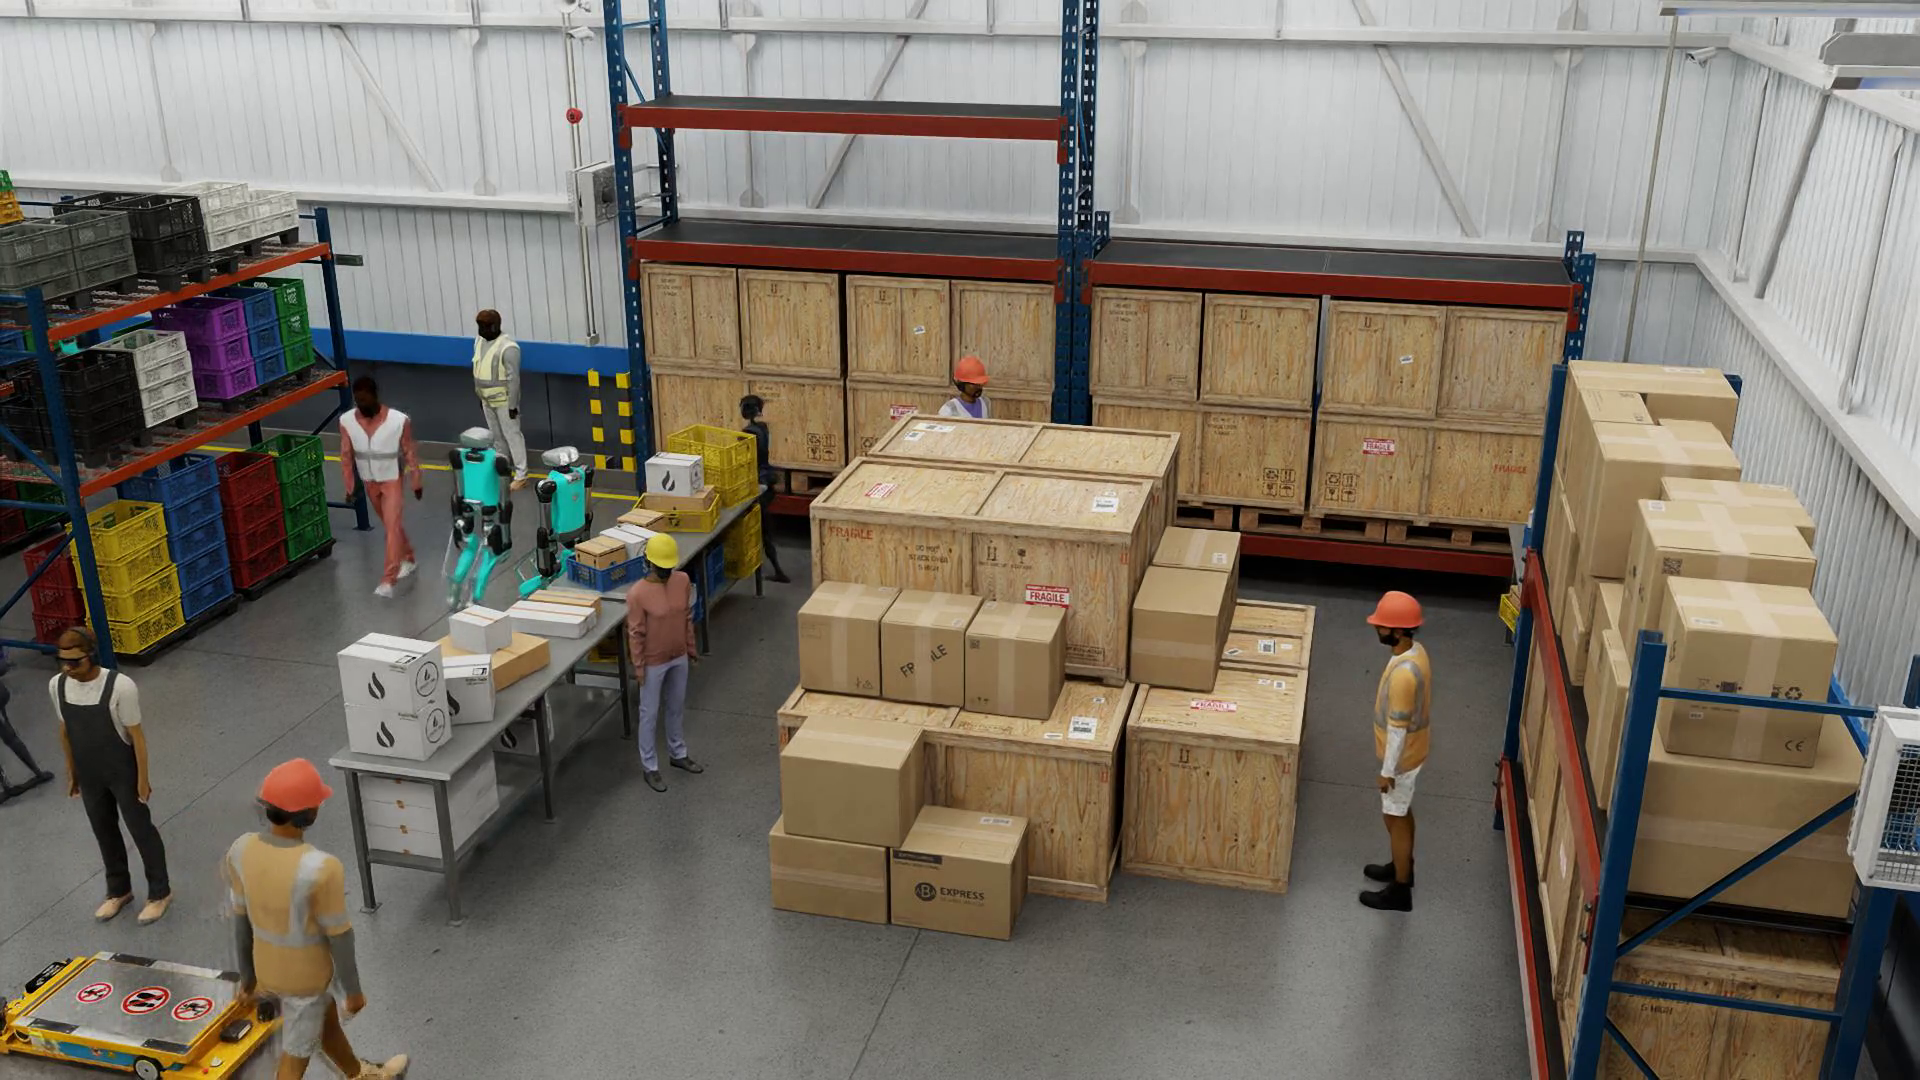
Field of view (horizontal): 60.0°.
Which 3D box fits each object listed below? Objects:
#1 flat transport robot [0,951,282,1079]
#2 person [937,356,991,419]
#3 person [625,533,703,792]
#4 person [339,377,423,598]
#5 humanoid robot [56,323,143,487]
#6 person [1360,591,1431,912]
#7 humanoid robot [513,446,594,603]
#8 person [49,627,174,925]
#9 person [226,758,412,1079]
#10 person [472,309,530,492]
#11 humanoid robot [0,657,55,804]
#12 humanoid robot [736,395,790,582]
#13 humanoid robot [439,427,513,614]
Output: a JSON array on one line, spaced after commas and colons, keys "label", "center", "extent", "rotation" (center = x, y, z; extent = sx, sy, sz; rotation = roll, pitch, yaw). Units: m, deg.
[{"label": "flat transport robot", "center": [-4.270, 2.464, 8.601], "extent": [1.431, 0.231, 0.659], "rotation": [5, 22, 13]}, {"label": "person", "center": [0.079, -0.548, 13.996], "extent": [0.375, 2.045, 0.604], "rotation": [16, 26, 36]}, {"label": "person", "center": [-1.930, 0.781, 10.915], "extent": [0.325, 1.760, 0.523], "rotation": [17, 27, 37]}, {"label": "person", "center": [-4.897, -0.457, 14.007], "extent": [0.587, 1.861, 1.026], "rotation": [3, 21, 7]}, {"label": "humanoid robot", "center": [-8.463, -1.304, 16.474], "extent": [1.011, 1.774, 0.530], "rotation": [3, 21, 9]}, {"label": "person", "center": [2.497, 1.203, 9.597], "extent": [0.429, 1.923, 0.548], "rotation": [7, 22, 17]}, {"label": "humanoid robot", "center": [-3.134, 0.068, 12.624], "extent": [0.735, 1.677, 0.533], "rotation": [12, 24, 29]}, {"label": "person", "center": [-4.809, 1.322, 9.394], "extent": [0.505, 1.838, 0.340], "rotation": [3, 21, 7]}, {"label": "person", "center": [-3.028, 1.946, 7.553], "extent": [0.608, 1.995, 1.073], "rotation": [11, 23, 26]}, {"label": "person", "center": [-4.578, -1.391, 16.501], "extent": [0.620, 1.835, 0.431], "rotation": [17, 27, 38]}, {"label": "humanoid robot", "center": [-6.270, 0.902, 10.739], "extent": [0.524, 1.630, 0.609], "rotation": [-16, 26, -36]}, {"label": "humanoid robot", "center": [-1.812, -0.443, 14.270], "extent": [0.739, 1.633, 0.592], "rotation": [7, 22, 18]}, {"label": "humanoid robot", "center": [-3.779, 0.108, 12.855], "extent": [0.556, 1.895, 0.692], "rotation": [8, 22, 20]}]
